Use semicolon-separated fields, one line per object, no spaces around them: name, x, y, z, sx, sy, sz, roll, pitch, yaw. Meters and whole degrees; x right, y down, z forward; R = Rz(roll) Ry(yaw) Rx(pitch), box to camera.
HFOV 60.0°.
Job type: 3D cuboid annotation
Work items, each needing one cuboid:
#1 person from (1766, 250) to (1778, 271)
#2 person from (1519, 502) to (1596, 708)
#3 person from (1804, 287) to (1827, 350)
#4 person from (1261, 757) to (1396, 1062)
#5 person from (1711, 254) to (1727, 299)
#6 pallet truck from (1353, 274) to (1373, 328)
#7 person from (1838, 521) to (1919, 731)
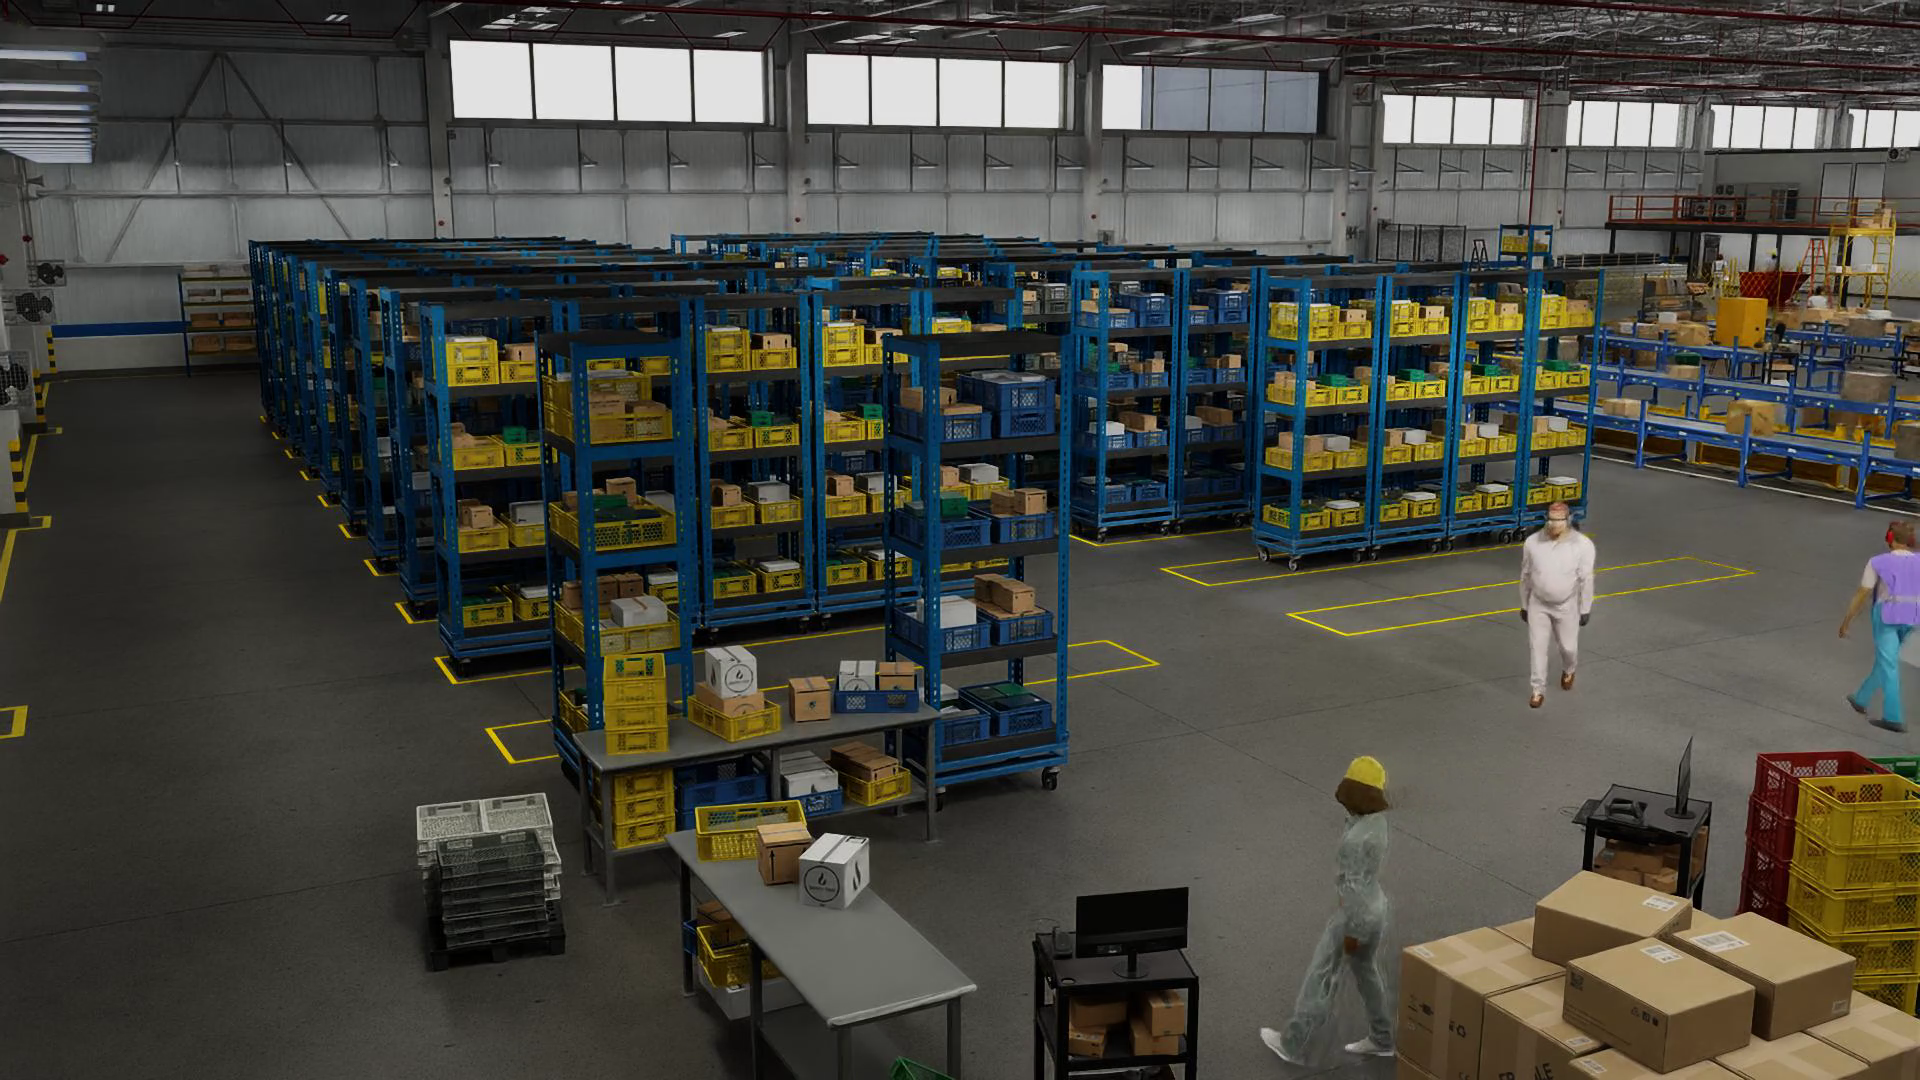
person;35.254;-11.671;72.430;0.616;1.894;0.678;-9;15;-35
person;5.441;0.568;15.190;0.646;1.895;0.622;6;14;28
person;24.696;-6.405;48.029;0.525;1.803;1.031;-1;12;-3
person;2.033;1.994;8.966;0.668;1.696;0.540;7;14;29
person;31.357;-10.881;68.754;0.574;1.883;0.361;7;14;29
pallet truck;13.011;-8.050;55.243;0.823;1.965;1.885;-7;14;-28
person;8.127;0.723;14.665;0.717;1.789;0.906;-1;12;-7
